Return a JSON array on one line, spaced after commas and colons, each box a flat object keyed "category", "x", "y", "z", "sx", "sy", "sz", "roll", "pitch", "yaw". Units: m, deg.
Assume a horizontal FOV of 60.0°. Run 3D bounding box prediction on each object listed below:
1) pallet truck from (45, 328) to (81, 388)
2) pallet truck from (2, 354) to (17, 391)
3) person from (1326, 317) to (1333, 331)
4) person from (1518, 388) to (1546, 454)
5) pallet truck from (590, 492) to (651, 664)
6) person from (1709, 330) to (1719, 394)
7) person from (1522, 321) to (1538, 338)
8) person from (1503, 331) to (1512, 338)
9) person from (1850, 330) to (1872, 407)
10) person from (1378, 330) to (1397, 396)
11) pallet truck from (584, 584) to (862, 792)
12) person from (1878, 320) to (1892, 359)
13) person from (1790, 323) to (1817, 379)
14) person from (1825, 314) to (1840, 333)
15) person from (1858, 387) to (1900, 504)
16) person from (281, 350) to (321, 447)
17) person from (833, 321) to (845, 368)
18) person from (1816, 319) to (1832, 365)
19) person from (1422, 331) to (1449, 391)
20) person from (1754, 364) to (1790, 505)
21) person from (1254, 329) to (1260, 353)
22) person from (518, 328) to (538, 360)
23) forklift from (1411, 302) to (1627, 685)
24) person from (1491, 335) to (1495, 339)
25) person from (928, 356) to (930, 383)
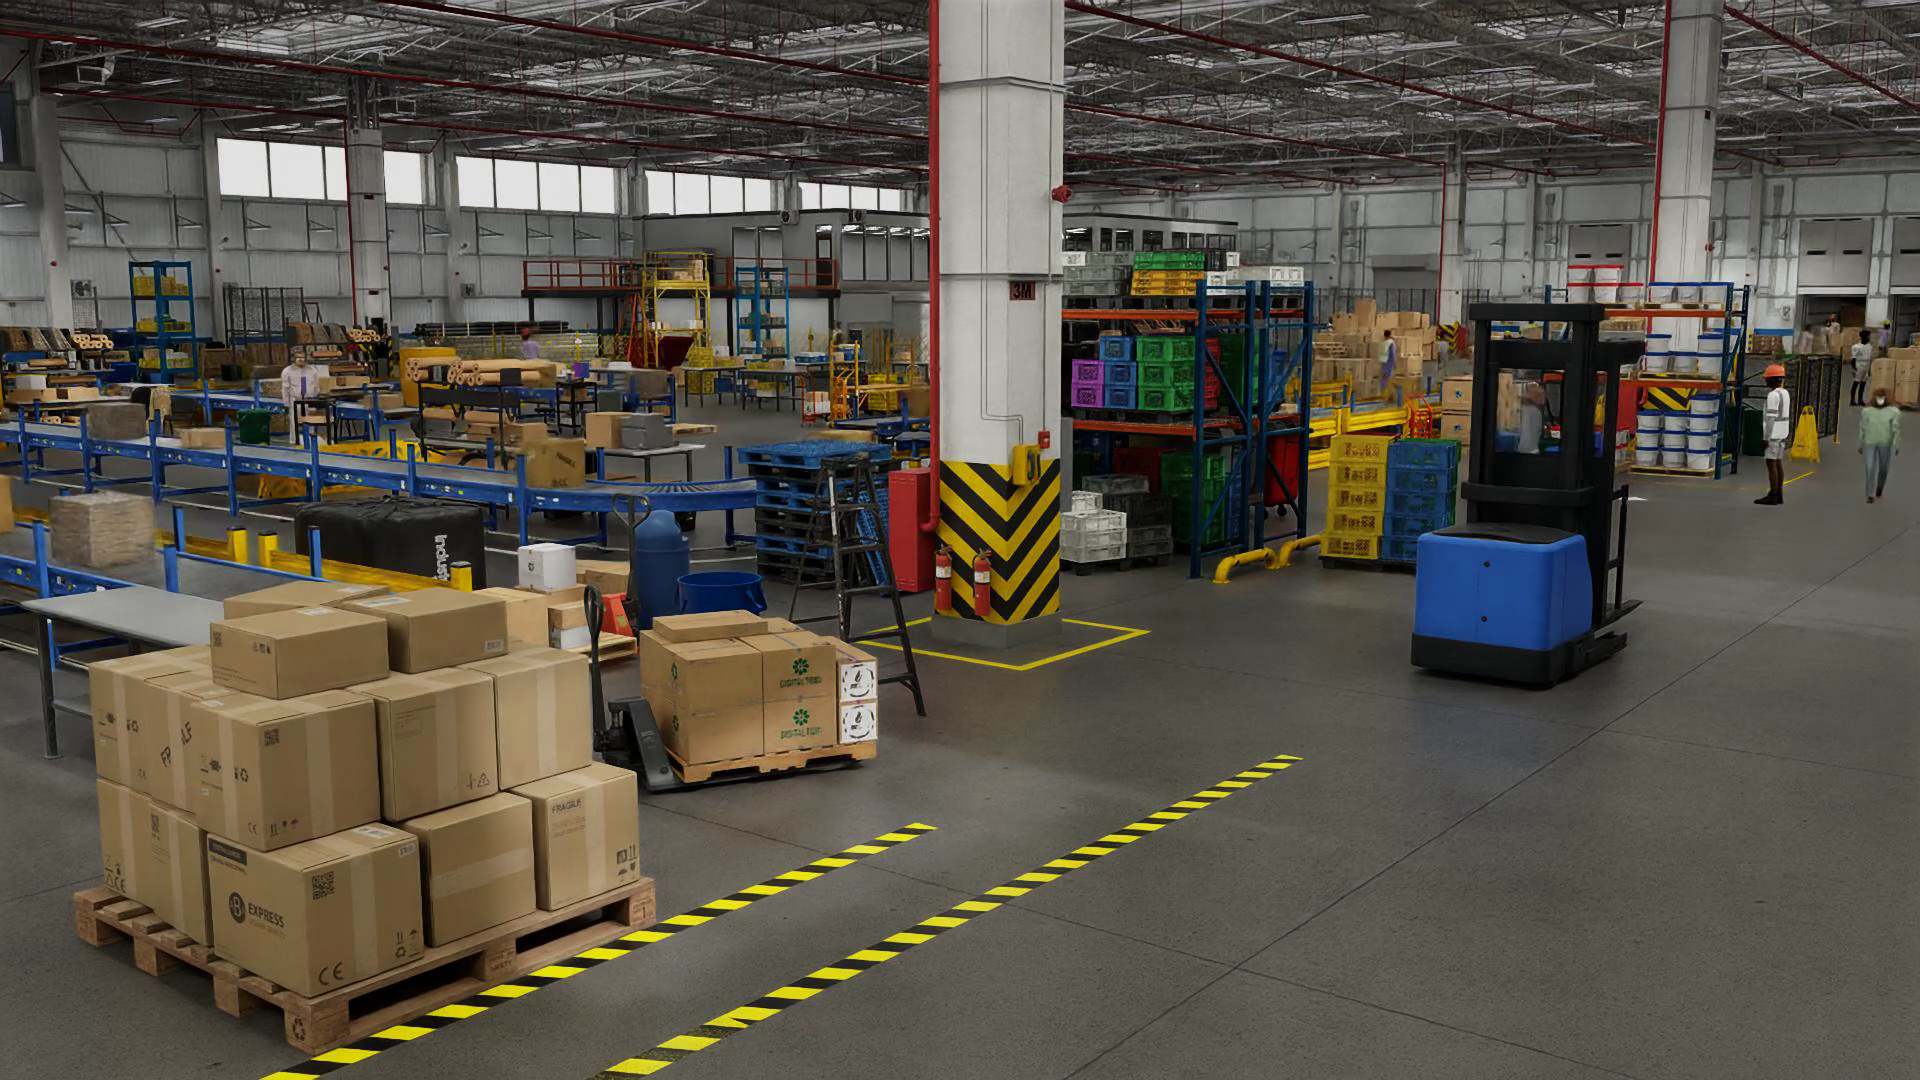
[{"category": "pallet truck", "x": -23.775, "y": -4.544, "z": 43.495, "sx": 1.885, "sy": 1.965, "sz": 0.823, "roll": 6, "pitch": 10, "yaw": 35}, {"category": "pallet truck", "x": -24.881, "y": -4.417, "z": 42.634, "sx": 1.885, "sy": 1.965, "sz": 0.823, "roll": 8, "pitch": 11, "yaw": 41}, {"category": "person", "x": 16.131, "y": -8.789, "z": 72.490, "sx": 0.355, "sy": 1.884, "sz": 0.575, "roll": 1, "pitch": 9, "yaw": 9}, {"category": "person", "x": 7.926, "y": -1.283, "z": 22.813, "sx": 0.741, "sy": 1.602, "sz": 0.511, "roll": -1, "pitch": 8, "yaw": -6}, {"category": "pallet truck", "x": -3.115, "y": 0.344, "z": 12.883, "sx": 0.653, "sy": 1.274, "sz": 1.630, "roll": 7, "pitch": 11, "yaw": 37}, {"category": "person", "x": 20.718, "y": -4.840, "z": 45.895, "sx": 1.012, "sy": 1.887, "sz": 0.550, "roll": -5, "pitch": 10, "yaw": -29}, {"category": "person", "x": 24.464, "y": -8.599, "z": 71.463, "sx": 0.659, "sy": 1.802, "sz": 0.901, "roll": 1, "pitch": 9, "yaw": 7}, {"category": "person", "x": 16.944, "y": -5.620, "z": 51.597, "sx": 0.294, "sy": 1.743, "sz": 0.493, "roll": 0, "pitch": 8, "yaw": 0}, {"category": "person", "x": 23.049, "y": -4.375, "z": 42.485, "sx": 0.643, "sy": 1.960, "sz": 0.362, "roll": -3, "pitch": 9, "yaw": -20}, {"category": "person", "x": 11.987, "y": -4.964, "z": 46.737, "sx": 0.391, "sy": 1.875, "sz": 0.658, "roll": -3, "pitch": 9, "yaw": -20}, {"category": "pallet truck", "x": -1.426, "y": 0.805, "z": 10.019, "sx": 1.601, "sy": 1.201, "sz": 0.680, "roll": -4, "pitch": 9, "yaw": -26}, {"category": "person", "x": 34.790, "y": -7.334, "z": 62.576, "sx": 0.602, "sy": 1.910, "sz": 0.410, "roll": -5, "pitch": 10, "yaw": -28}, {"category": "person", "x": 28.502, "y": -6.371, "z": 56.109, "sx": 0.847, "sy": 1.913, "sz": 0.637, "roll": 8, "pitch": 12, "yaw": 43}, {"category": "person", "x": 37.679, "y": -8.761, "z": 71.923, "sx": 0.611, "sy": 1.997, "sz": 0.375, "roll": 5, "pitch": 10, "yaw": 31}, {"category": "person", "x": 12.732, "y": -1.324, "z": 23.054, "sx": 0.511, "sy": 1.614, "sz": 0.625, "roll": 5, "pitch": 10, "yaw": 30}, {"category": "person", "x": -11.648, "y": -2.416, "z": 29.461, "sx": 0.649, "sy": 1.904, "sz": 0.401, "roll": -7, "pitch": 11, "yaw": -38}, {"category": "person", "x": -4.590, "y": -7.363, "z": 63.043, "sx": 0.404, "sy": 1.833, "sz": 0.562, "roll": 6, "pitch": 10, "yaw": 36}, {"category": "person", "x": 34.621, "y": -7.888, "z": 66.494, "sx": 0.507, "sy": 1.860, "sz": 0.536, "roll": 4, "pitch": 9, "yaw": 23}, {"category": "person", "x": 13.743, "y": -5.066, "z": 47.634, "sx": 0.489, "sy": 1.811, "sz": 0.996, "roll": -6, "pitch": 10, "yaw": -36}, {"category": "person", "x": 11.139, "y": -1.439, "z": 22.809, "sx": 0.388, "sy": 1.930, "sz": 0.546, "roll": 8, "pitch": 11, "yaw": 41}, {"category": "person", "x": 11.747, "y": -7.870, "z": 66.242, "sx": 0.545, "sy": 1.913, "sz": 0.788, "roll": 3, "pitch": 9, "yaw": 22}, {"category": "person", "x": -11.239, "y": -4.595, "z": 43.839, "sx": 0.685, "sy": 1.995, "sz": 0.707, "roll": 3, "pitch": 9, "yaw": 17}, {"category": "forklift", "x": 4.379, "y": -0.438, "z": 12.852, "sx": 1.129, "sy": 2.768, "sz": 1.873, "roll": 7, "pitch": 11, "yaw": 37}, {"category": "person", "x": 14.511, "y": -4.745, "z": 45.615, "sx": 0.534, "sy": 1.754, "sz": 0.363, "roll": -8, "pitch": 12, "yaw": -44}, {"category": "person", "x": -0.471, "y": -3.993, "z": 40.454, "sx": 0.668, "sy": 1.798, "sz": 0.513, "roll": -4, "pitch": 9, "yaw": -24}]
